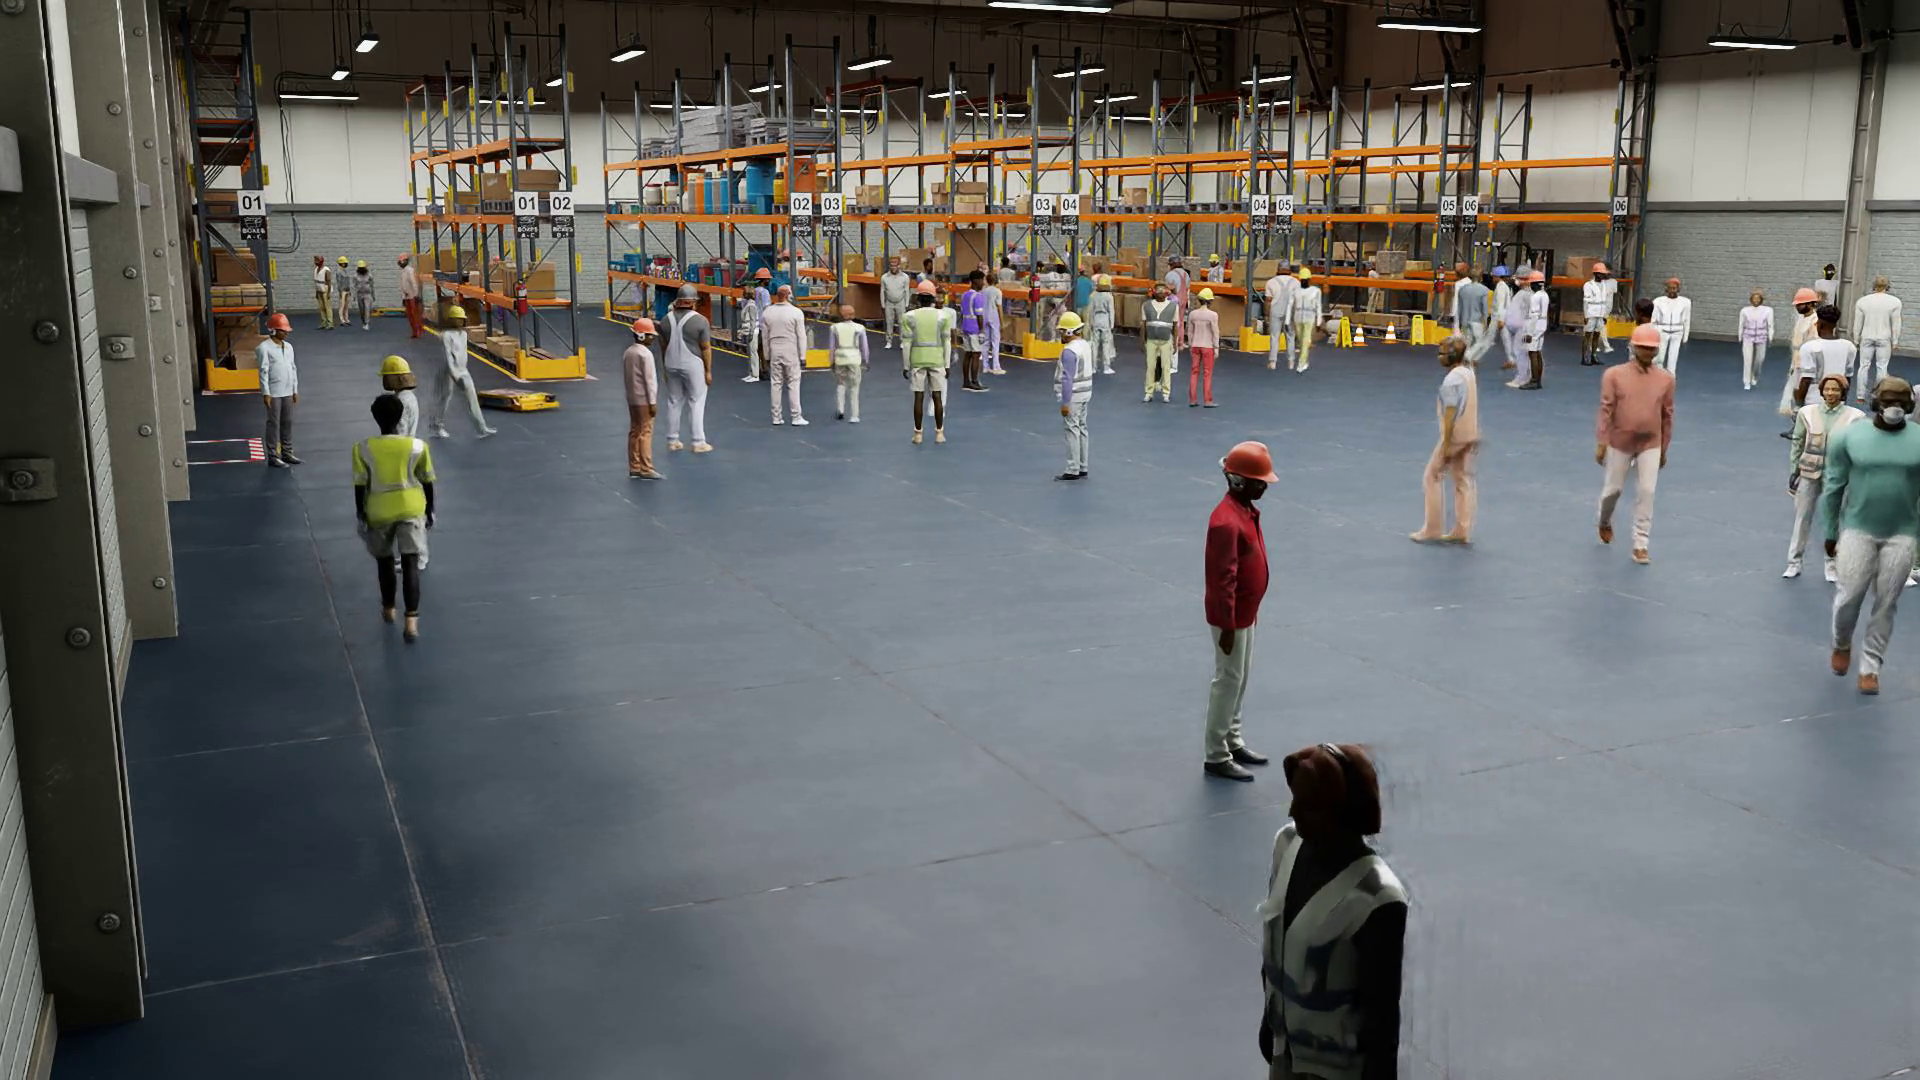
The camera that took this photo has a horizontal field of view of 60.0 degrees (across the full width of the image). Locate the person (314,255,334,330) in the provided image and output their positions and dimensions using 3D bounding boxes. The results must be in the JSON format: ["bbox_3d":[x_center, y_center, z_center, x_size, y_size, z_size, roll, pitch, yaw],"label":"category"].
[{"bbox_3d":[-15.702,-6.105,41.061,0.565,1.841,0.384,9,14,38],"label":"person"}]

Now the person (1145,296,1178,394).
[{"bbox_3d":[3.217,-3.219,26.857,0.534,1.665,0.790,-2,11,-9],"label":"person"}]

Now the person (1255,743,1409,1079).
[{"bbox_3d":[0.965,1.271,4.146,0.580,1.620,0.514,-3,12,-17],"label":"person"}]

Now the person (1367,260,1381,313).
[{"bbox_3d":[10.894,-6.523,43.721,0.281,1.633,0.498,10,15,43],"label":"person"}]

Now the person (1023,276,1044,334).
[{"bbox_3d":[1.769,-5.727,39.512,0.540,1.696,0.316,5,12,25],"label":"person"}]

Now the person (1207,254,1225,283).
[{"bbox_3d":[6.614,-6.502,43.157,0.403,1.820,0.595,-5,12,-23],"label":"person"}]

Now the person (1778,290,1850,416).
[{"bbox_3d":[12.092,-2.621,23.466,0.947,1.794,0.538,1,11,6],"label":"person"}]

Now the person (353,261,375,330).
[{"bbox_3d":[-14.758,-6.058,41.189,0.492,1.703,0.897,-2,11,-12],"label":"person"}]

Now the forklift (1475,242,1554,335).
[{"bbox_3d":[13.047,-6.049,39.881,2.313,2.155,1.214,-5,12,-23],"label":"forklift"}]

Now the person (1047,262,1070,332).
[{"bbox_3d":[2.354,-5.897,40.358,0.575,1.694,0.905,-4,12,-21],"label":"person"}]

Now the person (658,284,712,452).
[{"bbox_3d":[-3.287,-2.097,20.190,0.700,2.000,0.535,5,12,24],"label":"person"}]

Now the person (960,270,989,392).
[{"bbox_3d":[0.227,-3.385,26.929,0.367,1.963,0.609,-5,12,-26],"label":"person"}]

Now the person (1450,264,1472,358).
[{"bbox_3d":[9.936,-4.486,32.846,0.614,1.873,0.366,-8,14,-36],"label":"person"}]

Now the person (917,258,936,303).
[{"bbox_3d":[-0.710,-5.027,35.416,0.392,1.911,0.597,7,13,30],"label":"person"}]

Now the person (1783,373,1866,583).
[{"bbox_3d":[6.777,-0.490,13.037,0.513,1.642,0.313,7,13,33],"label":"person"}]

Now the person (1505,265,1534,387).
[{"bbox_3d":[9.319,-3.544,27.544,0.577,2.000,0.687,1,11,4],"label":"person"}]

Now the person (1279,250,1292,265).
[{"bbox_3d":[8.890,-7.024,45.695,0.553,1.857,0.439,-5,12,-24],"label":"person"}]

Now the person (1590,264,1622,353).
[{"bbox_3d":[13.353,-4.779,34.391,0.537,1.823,0.972,-2,11,-11],"label":"person"}]

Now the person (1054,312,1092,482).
[{"bbox_3d":[1.209,-1.535,17.897,0.404,1.825,0.595,5,12,22],"label":"person"}]

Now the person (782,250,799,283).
[{"bbox_3d":[-4.259,-6.163,41.015,0.635,1.974,0.575,-3,11,-13],"label":"person"}]

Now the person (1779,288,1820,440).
[{"bbox_3d":[10.729,-2.234,21.183,0.393,1.927,0.550,1,11,3],"label":"person"}]

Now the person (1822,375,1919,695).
[{"bbox_3d":[5.519,-0.029,9.975,0.633,1.924,0.461,4,12,21],"label":"person"}]

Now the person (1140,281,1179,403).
[{"bbox_3d":[3.034,-3.013,25.330,0.571,1.849,0.382,3,12,14],"label":"person"}]

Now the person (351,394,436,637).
[{"bbox_3d":[-3.869,-0.174,11.411,0.543,1.649,0.885,-4,12,-21],"label":"person"}]

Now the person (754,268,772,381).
[{"bbox_3d":[-3.377,-3.705,28.622,0.360,1.939,0.543,-8,14,-34],"label":"person"}]

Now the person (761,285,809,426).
[{"bbox_3d":[-2.362,-2.503,22.591,0.642,1.910,0.401,5,12,22],"label":"person"}]

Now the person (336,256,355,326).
[{"bbox_3d":[-15.715,-6.346,42.477,0.307,1.772,0.526,1,11,7],"label":"person"}]

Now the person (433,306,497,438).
[{"bbox_3d":[-6.427,-2.138,21.287,0.918,1.694,0.491,5,12,25],"label":"person"}]

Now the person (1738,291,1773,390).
[{"bbox_3d":[13.041,-3.287,27.296,0.513,1.621,0.666,4,12,22],"label":"person"}]

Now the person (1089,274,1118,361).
[{"bbox_3d":[2.747,-4.312,32.347,0.611,1.693,0.873,10,15,41],"label":"person"}]

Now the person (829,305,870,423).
[{"bbox_3d":[-1.515,-2.421,22.883,0.549,1.620,0.367,2,11,10],"label":"person"}]

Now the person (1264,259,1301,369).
[{"bbox_3d":[5.967,-4.190,30.826,0.687,2.000,0.535,0,11,0],"label":"person"}]

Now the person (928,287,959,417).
[{"bbox_3d":[-0.279,-2.636,23.429,0.549,1.846,0.490,0,11,-1],"label":"person"}]

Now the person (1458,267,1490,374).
[{"bbox_3d":[9.078,-3.871,29.505,0.599,1.920,0.640,-9,14,-39],"label":"person"}]

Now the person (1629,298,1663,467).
[{"bbox_3d":[7.767,-1.776,18.877,0.371,1.913,0.597,9,14,38],"label":"person"}]

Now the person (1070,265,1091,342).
[{"bbox_3d":[2.704,-5.285,37.185,0.603,1.719,0.666,-3,11,-13],"label":"person"}]

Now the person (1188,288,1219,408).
[{"bbox_3d":[3.624,-2.846,24.696,0.528,1.768,0.313,10,15,41],"label":"person"}]
